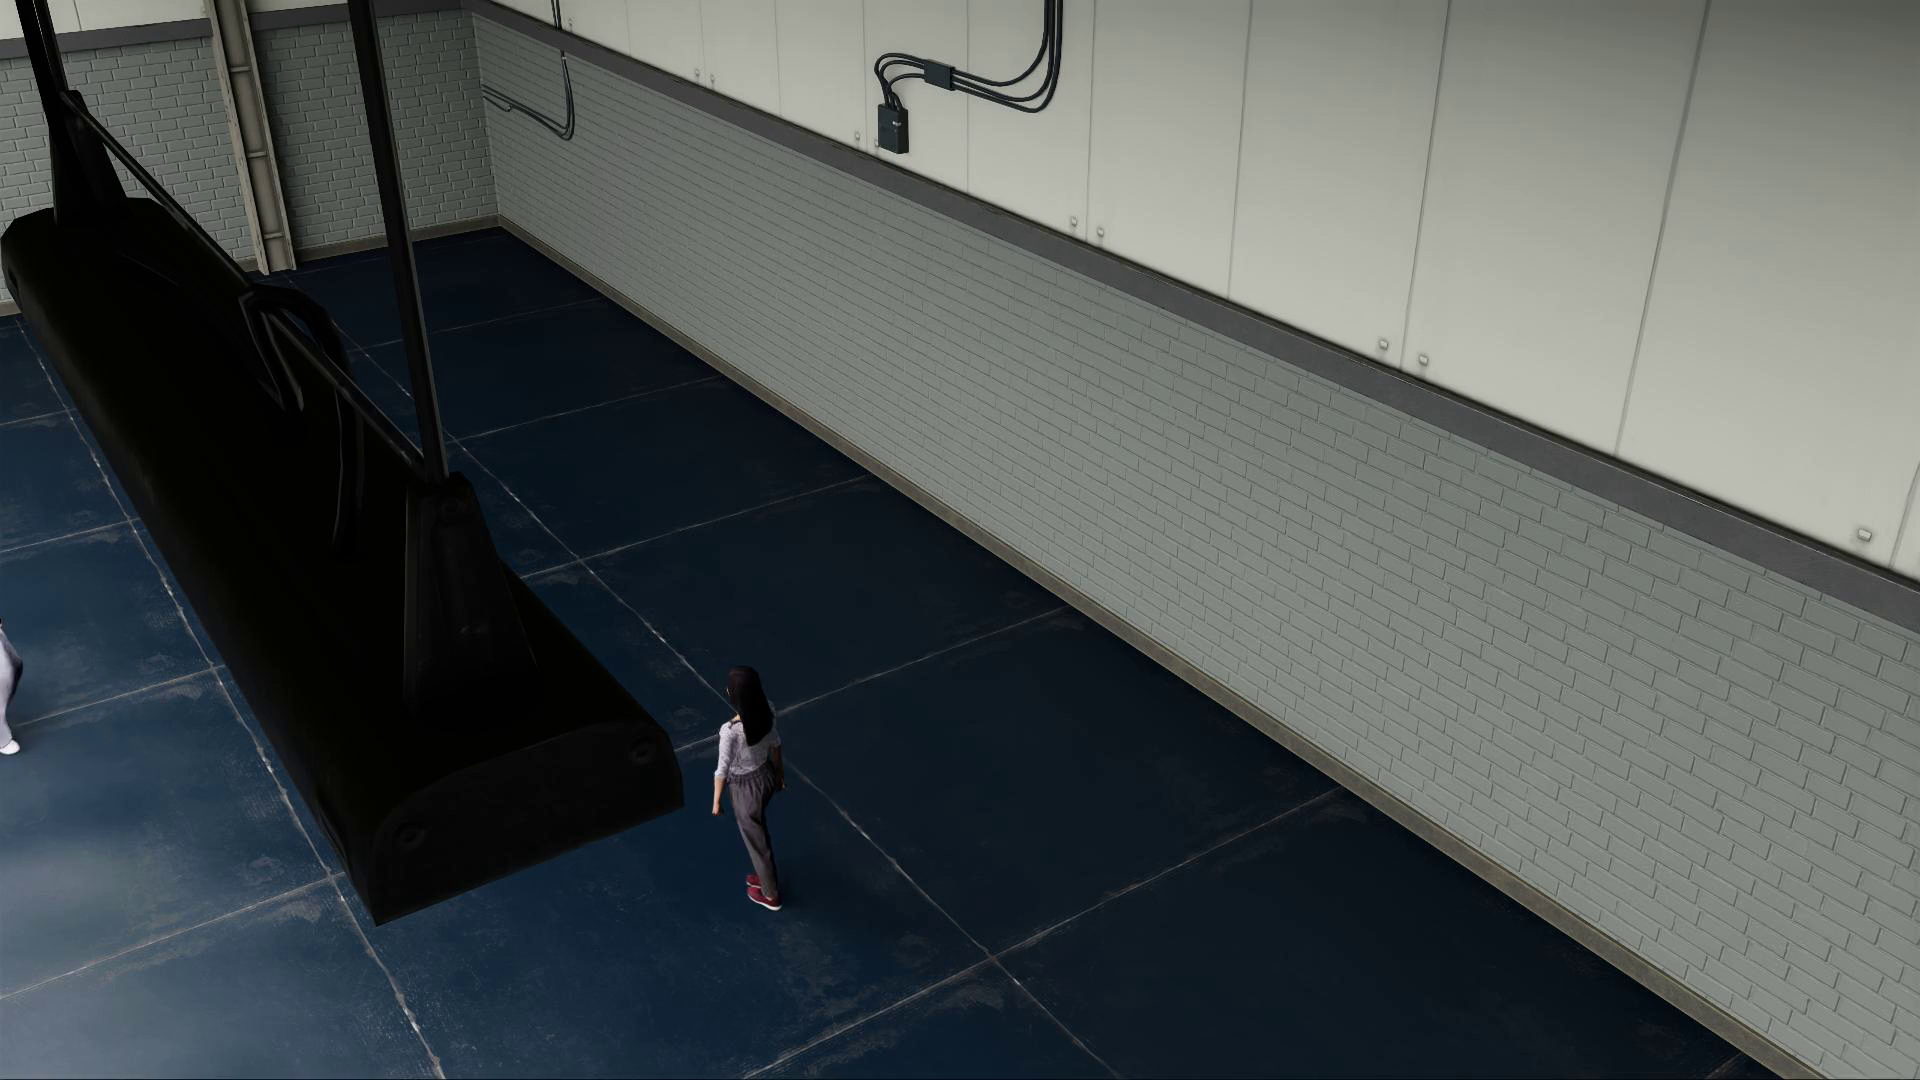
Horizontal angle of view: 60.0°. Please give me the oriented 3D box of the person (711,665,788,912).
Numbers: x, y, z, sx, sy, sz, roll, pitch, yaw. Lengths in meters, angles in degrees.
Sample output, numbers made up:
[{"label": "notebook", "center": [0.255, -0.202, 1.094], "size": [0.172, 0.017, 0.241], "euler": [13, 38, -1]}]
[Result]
[{"label": "person", "center": [-1.160, 1.513, 9.859], "size": [0.770, 1.725, 0.643], "euler": [20, 34, 32]}]
